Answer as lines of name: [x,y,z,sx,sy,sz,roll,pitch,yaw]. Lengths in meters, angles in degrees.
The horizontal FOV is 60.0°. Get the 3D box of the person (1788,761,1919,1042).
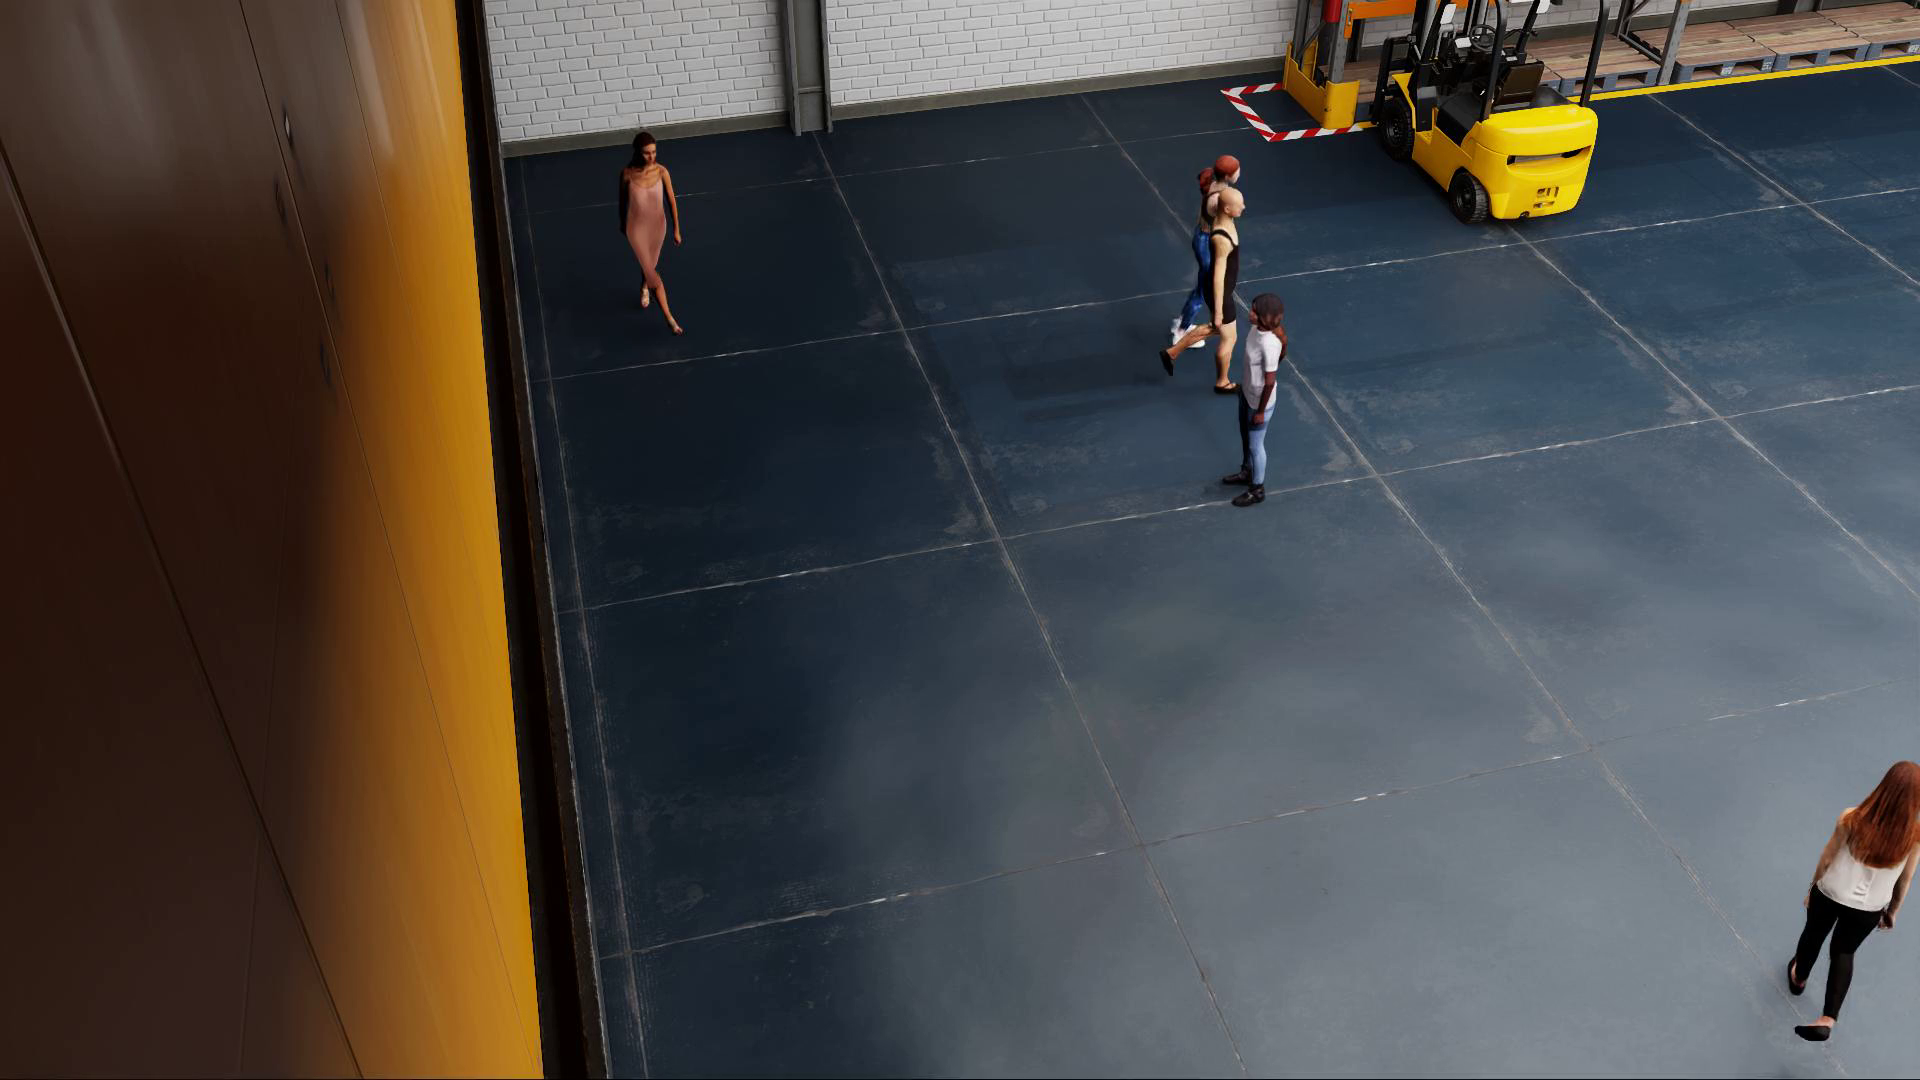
person: [4.465,1.876,8.368,0.980,1.688,0.994,15,41,18]

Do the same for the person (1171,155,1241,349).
person: [1.962,-2.312,13.558,0.651,1.756,0.637,-10,40,-12]

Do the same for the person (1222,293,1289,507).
person: [2.137,-1.017,11.965,0.551,1.720,0.612,-4,39,-6]

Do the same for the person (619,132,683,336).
person: [-2.663,-2.627,13.951,1.141,1.758,0.808,-14,41,-17]

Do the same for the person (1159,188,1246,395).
person: [1.955,-1.949,13.069,1.050,1.798,0.853,3,39,4]
